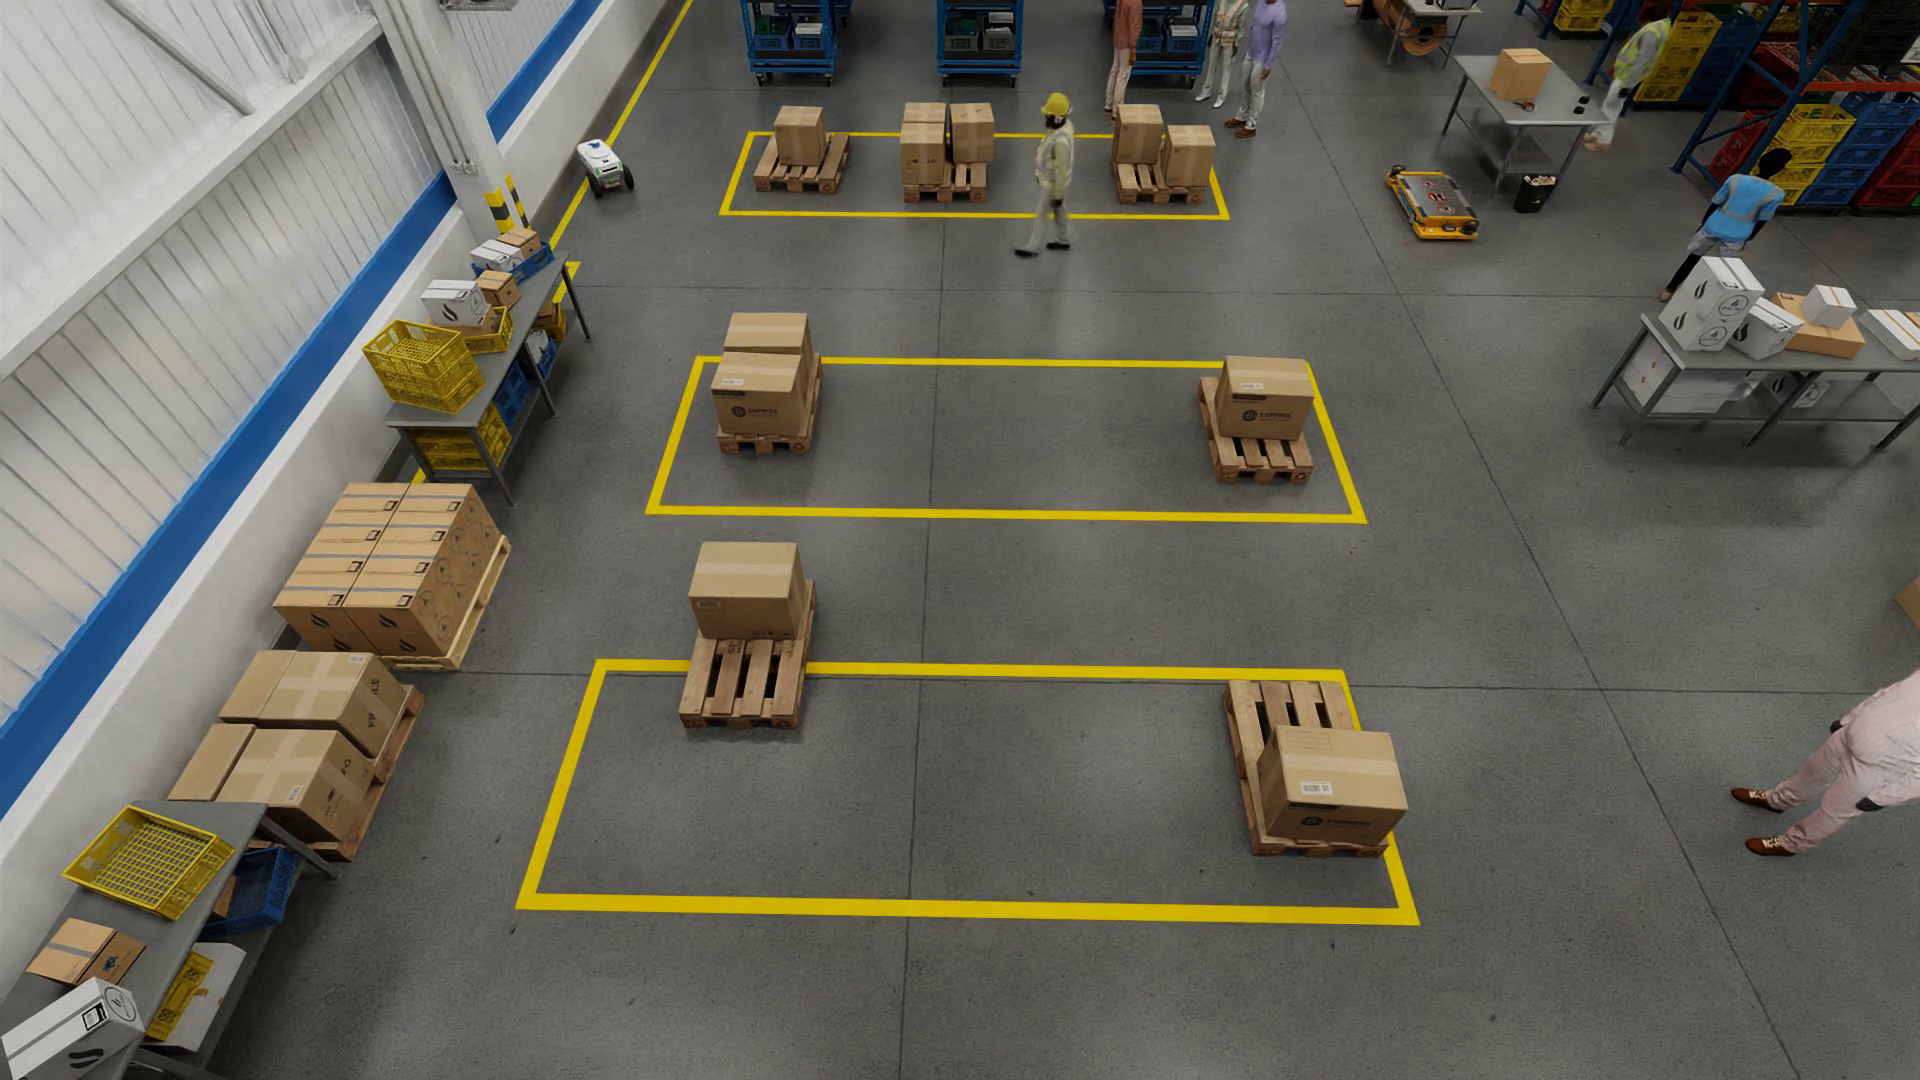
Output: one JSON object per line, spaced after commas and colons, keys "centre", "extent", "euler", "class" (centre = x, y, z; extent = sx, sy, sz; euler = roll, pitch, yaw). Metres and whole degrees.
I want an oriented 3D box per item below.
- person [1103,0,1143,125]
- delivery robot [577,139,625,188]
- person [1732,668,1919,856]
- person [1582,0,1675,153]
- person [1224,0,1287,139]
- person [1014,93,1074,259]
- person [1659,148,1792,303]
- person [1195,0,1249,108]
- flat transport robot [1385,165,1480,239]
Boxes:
{"centre": [2.203, -6.543, 12.047], "extent": [0.396, 1.992, 0.622], "euler": [-10, 50, -8], "class": "person"}
{"centre": [-4.451, -4.696, 11.333], "extent": [0.477, 0.478, 0.707], "euler": [-28, 55, -22], "class": "delivery robot"}
{"centre": [5.302, 1.264, 5.354], "extent": [0.403, 1.899, 0.645], "euler": [12, 50, 10], "class": "person"}
{"centre": [8.445, -5.868, 11.571], "extent": [0.447, 1.844, 0.637], "euler": [32, 56, 25], "class": "person"}
{"centre": [3.843, -6.207, 11.792], "extent": [0.355, 1.938, 0.637], "euler": [-11, 50, -9], "class": "person"}
{"centre": [0.970, -3.910, 9.895], "extent": [0.546, 1.826, 0.597], "euler": [5, 49, 4], "class": "person"}
{"centre": [7.749, -3.121, 9.277], "extent": [0.321, 1.699, 0.537], "euler": [-32, 56, -25], "class": "person"}
{"centre": [3.600, -6.788, 12.491], "extent": [0.308, 1.640, 0.511], "euler": [-36, 58, -27], "class": "person"}
{"centre": [5.692, -4.094, 11.059], "extent": [0.652, 0.197, 1.431], "euler": [1, 49, 1], "class": "flat transport robot"}
